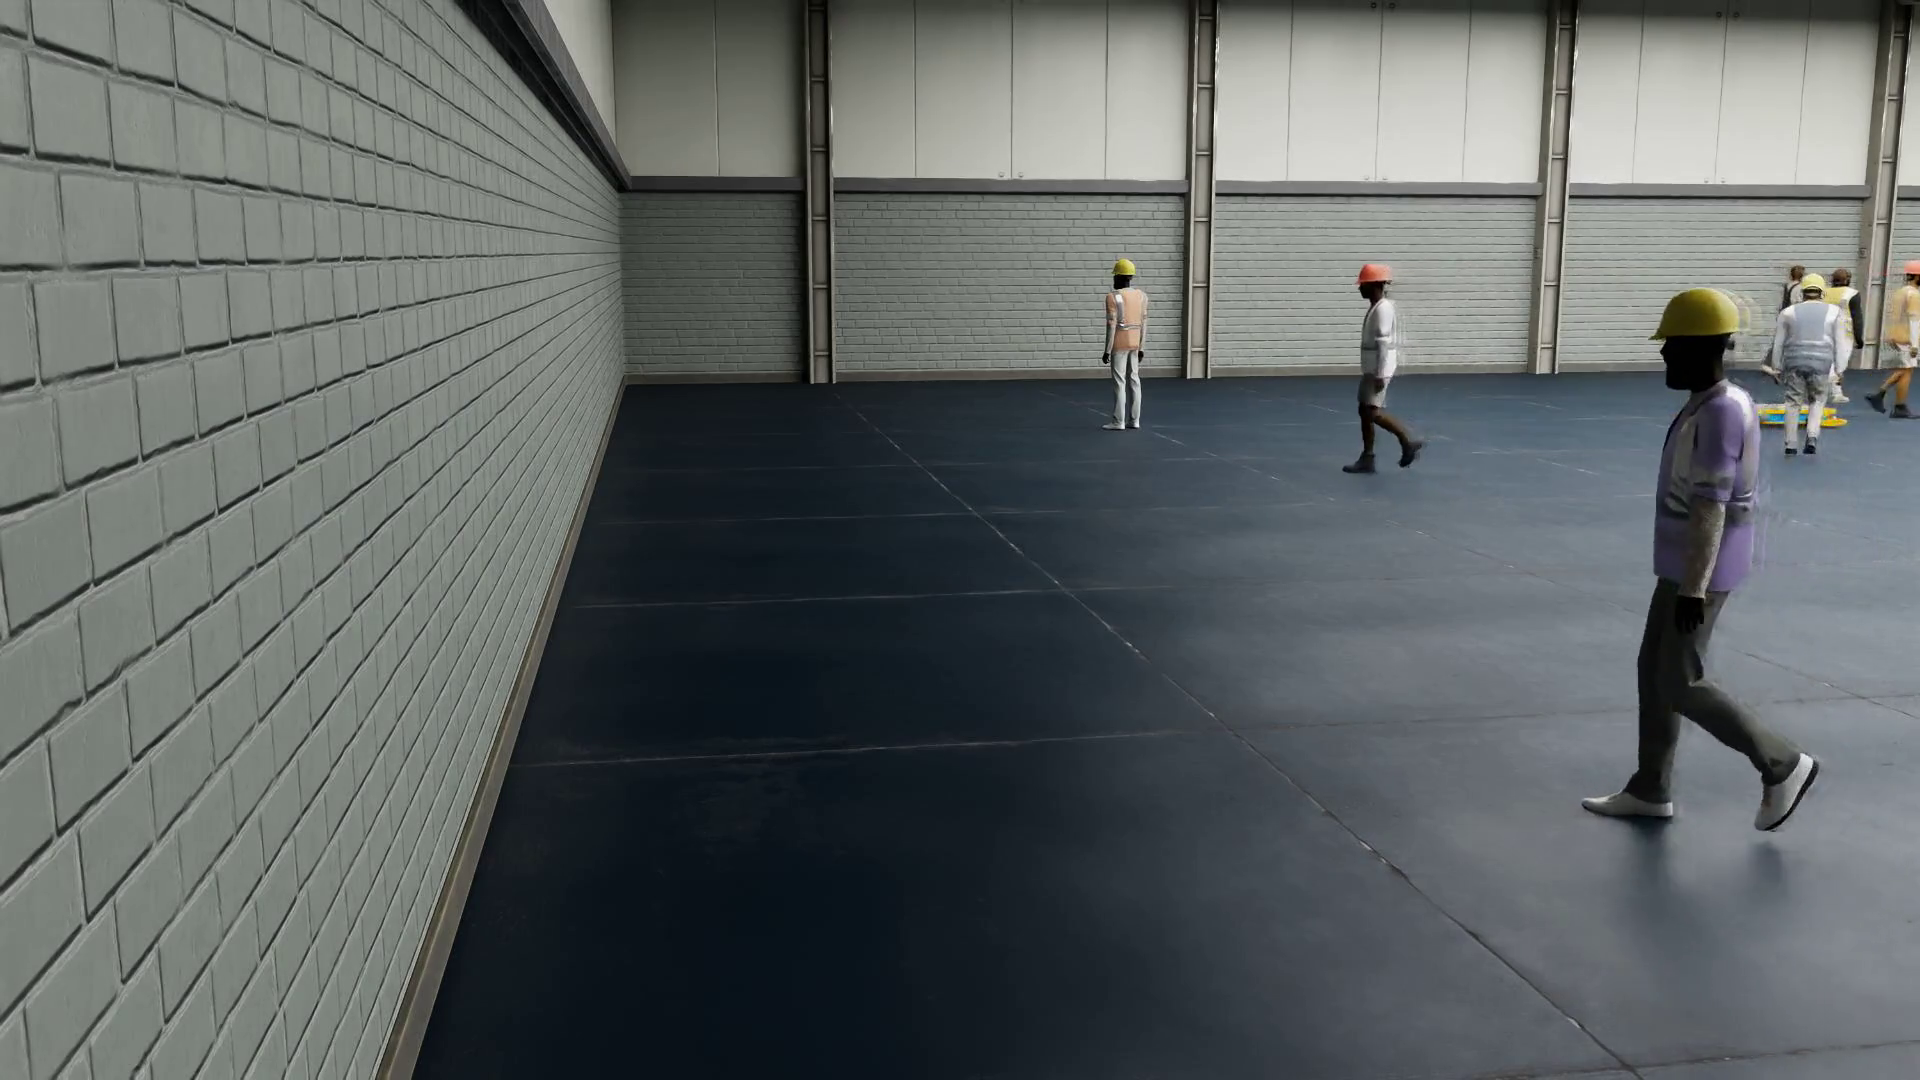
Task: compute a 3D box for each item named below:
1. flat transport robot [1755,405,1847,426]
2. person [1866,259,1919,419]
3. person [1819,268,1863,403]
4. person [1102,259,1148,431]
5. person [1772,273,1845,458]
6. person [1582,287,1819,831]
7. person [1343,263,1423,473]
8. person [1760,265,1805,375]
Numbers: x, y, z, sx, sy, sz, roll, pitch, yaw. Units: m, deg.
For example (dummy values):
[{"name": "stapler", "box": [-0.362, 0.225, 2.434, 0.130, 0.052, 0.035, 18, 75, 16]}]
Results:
[{"name": "flat transport robot", "box": [9.417, -1.452, 19.290, 1.431, 0.197, 0.652, -1, 10, -3]}, {"name": "person", "box": [11.425, -2.420, 20.109, 0.509, 1.925, 0.556, 2, 10, 13]}, {"name": "person", "box": [11.568, -2.692, 22.004, 0.818, 1.813, 0.623, -4, 11, -21]}, {"name": "person", "box": [1.858, -2.203, 18.841, 0.594, 1.929, 0.352, -7, 12, -36]}, {"name": "person", "box": [8.328, -1.704, 16.330, 0.659, 1.805, 0.462, 6, 11, 30]}, {"name": "person", "box": [2.596, 0.086, 5.747, 0.650, 1.906, 0.601, 3, 10, 17]}, {"name": "person", "box": [3.844, -1.547, 15.087, 0.604, 1.921, 0.568, 0, 10, 2]}, {"name": "person", "box": [13.504, -3.566, 27.066, 0.945, 1.808, 0.522, -3, 10, -15]}]
